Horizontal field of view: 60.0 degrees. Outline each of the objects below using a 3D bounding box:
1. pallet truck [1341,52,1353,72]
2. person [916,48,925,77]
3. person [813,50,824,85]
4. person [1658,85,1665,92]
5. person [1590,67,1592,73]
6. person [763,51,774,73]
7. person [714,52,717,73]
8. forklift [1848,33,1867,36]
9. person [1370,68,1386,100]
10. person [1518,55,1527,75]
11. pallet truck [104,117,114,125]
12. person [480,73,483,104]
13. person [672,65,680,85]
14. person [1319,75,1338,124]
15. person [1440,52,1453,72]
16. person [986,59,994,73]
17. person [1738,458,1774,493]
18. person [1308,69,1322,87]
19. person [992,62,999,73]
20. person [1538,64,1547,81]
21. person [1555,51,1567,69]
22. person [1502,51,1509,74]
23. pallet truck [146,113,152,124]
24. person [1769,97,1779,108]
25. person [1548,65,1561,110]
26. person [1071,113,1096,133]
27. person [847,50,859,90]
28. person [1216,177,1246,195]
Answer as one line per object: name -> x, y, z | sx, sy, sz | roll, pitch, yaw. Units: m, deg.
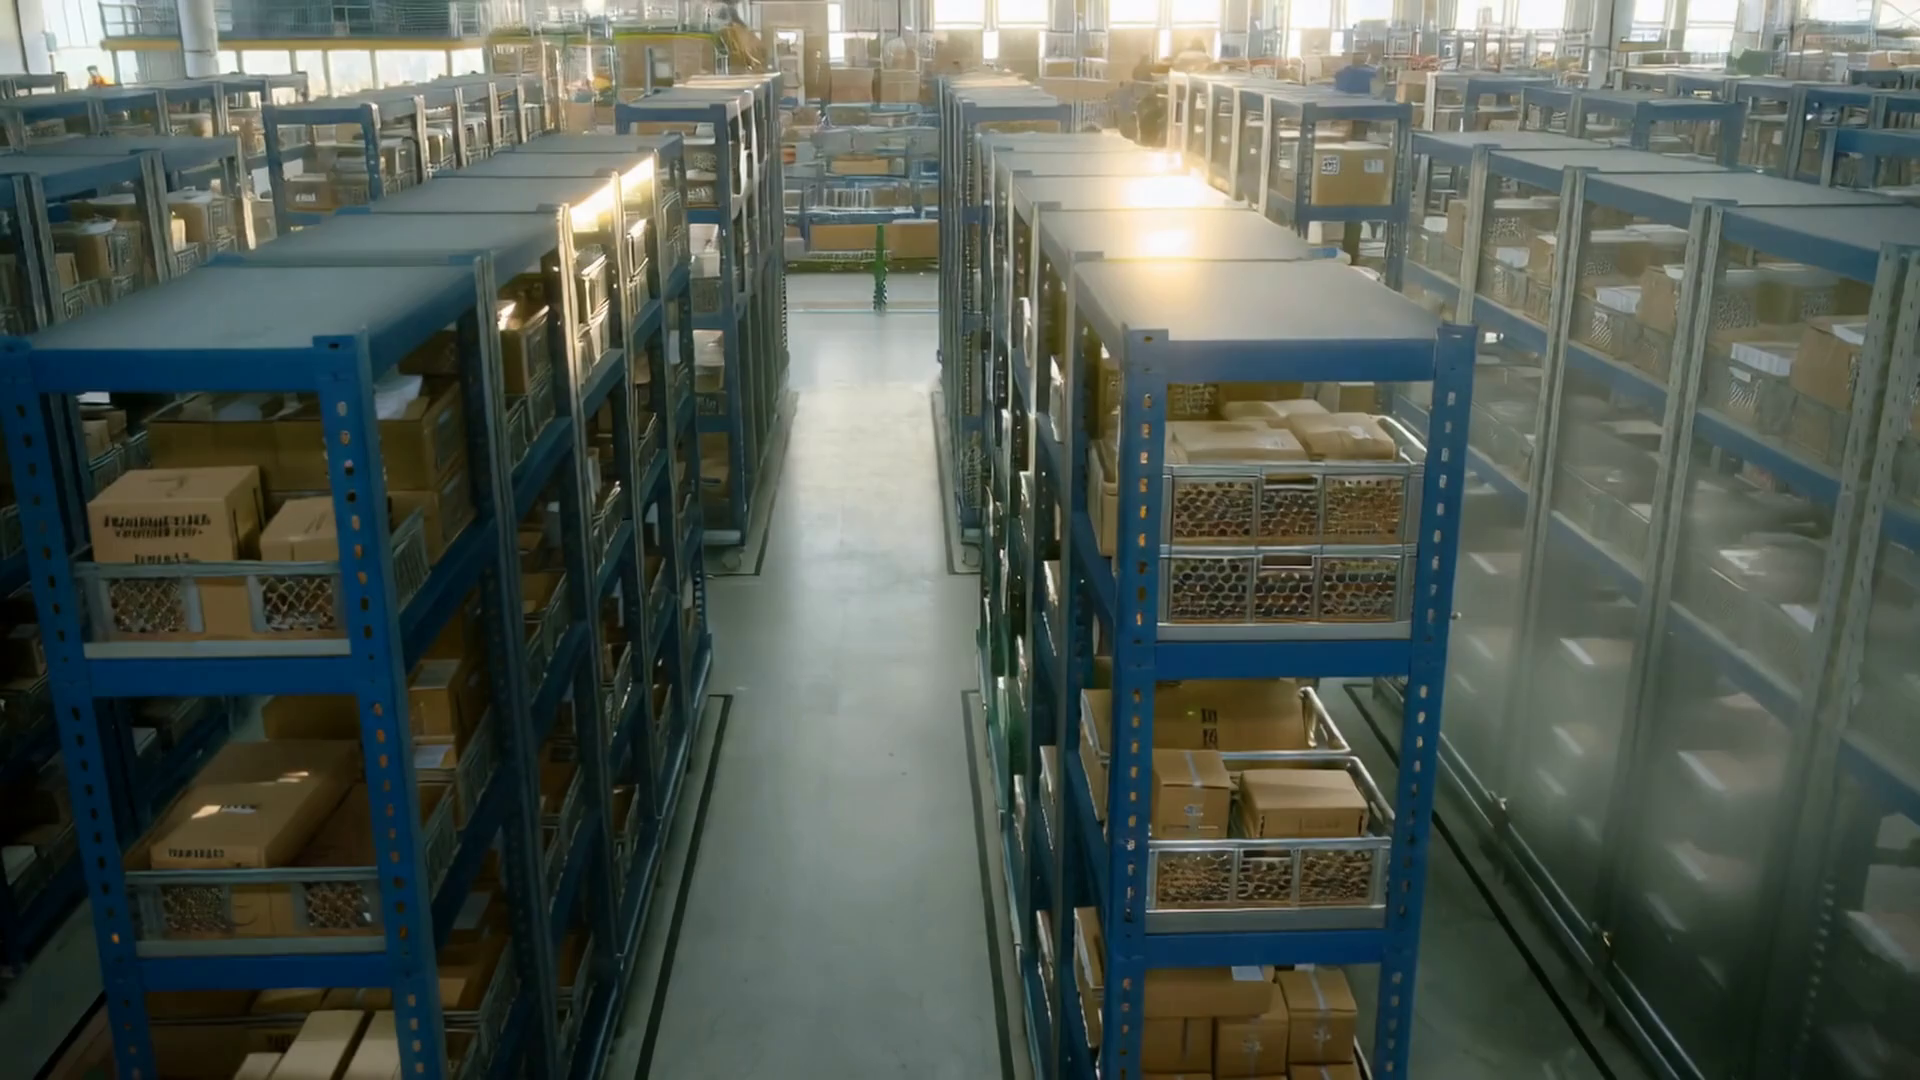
pallet truck -> 18.794, -23.123, 82.231 | 0.823, 1.965, 1.885 | -13, 22, -35
person -> -2.138, -25.636, 90.102 | 0.397, 1.939, 0.602 | 15, 23, 39
person -> -7.660, -25.705, 90.475 | 0.634, 1.839, 0.429 | -11, 21, -31
person -> 24.301, -14.993, 57.713 | 0.849, 1.593, 0.538 | 14, 23, 37
person -> 30.308, -22.210, 79.338 | 0.535, 2.000, 0.674 | 10, 21, 29
person -> -9.863, -24.215, 85.704 | 0.543, 1.940, 0.361 | 3, 18, 9
person -> -12.769, -24.482, 86.700 | 0.972, 1.828, 0.603 | -2, 18, -5
forklift -> 46.106, -24.701, 85.701 | 1.129, 2.768, 1.873 | -1, 18, -2
person -> 15.849, -16.892, 63.030 | 0.422, 1.952, 0.626 | -10, 21, -29
person -> 29.796, -24.789, 87.903 | 0.794, 1.660, 0.543 | -13, 22, -34
pallet truck -> -18.367, -7.885, 35.078 | 1.885, 1.965, 0.823 | 1, 18, 2
person -> -17.334, -15.998, 60.426 | 0.513, 1.845, 0.336 | -15, 23, -39
person -> -11.320, -17.983, 66.453 | 0.377, 1.917, 0.599 | 0, 18, -1
person -> 13.602, -16.245, 61.354 | 0.739, 1.741, 0.532 | 2, 18, 7
person -> 24.657, -23.771, 84.373 | 0.637, 1.920, 0.390 | 3, 18, 9
person -> 1.249, -20.560, 74.504 | 0.739, 1.877, 0.681 | 1, 18, 2
person -> 6.090, -0.652, 12.703 | 0.386, 1.992, 0.609 | 12, 22, 33
person -> 13.317, -16.714, 62.520 | 0.569, 1.920, 0.530 | 5, 19, 14
person -> 1.557, -20.751, 75.297 | 0.483, 1.745, 0.302 | 17, 24, 42
person -> 24.147, -18.824, 69.157 | 0.527, 1.860, 0.331 | -12, 22, -34
person -> 32.552, -25.614, 90.074 | 0.601, 1.905, 0.504 | 17, 25, 42
person -> 27.835, -24.046, 85.202 | 0.535, 1.927, 0.631 | 16, 24, 41
pallet truck -> -18.087, -8.309, 36.390 | 1.885, 1.965, 0.823 | -1, 18, -4
person -> 22.385, -11.350, 45.957 | 0.555, 1.909, 0.889 | 0, 18, -1
person -> 24.619, -18.741, 68.935 | 0.594, 1.838, 0.999 | -13, 22, -34
person -> 2.783, -8.829, 38.160 | 0.683, 1.891, 0.431 | 3, 18, 8
person -> -5.477, -24.046, 85.110 | 0.651, 1.979, 0.425 | 0, 18, -2
person -> 6.177, -8.786, 38.206 | 0.927, 1.792, 0.611 | 10, 21, 29
